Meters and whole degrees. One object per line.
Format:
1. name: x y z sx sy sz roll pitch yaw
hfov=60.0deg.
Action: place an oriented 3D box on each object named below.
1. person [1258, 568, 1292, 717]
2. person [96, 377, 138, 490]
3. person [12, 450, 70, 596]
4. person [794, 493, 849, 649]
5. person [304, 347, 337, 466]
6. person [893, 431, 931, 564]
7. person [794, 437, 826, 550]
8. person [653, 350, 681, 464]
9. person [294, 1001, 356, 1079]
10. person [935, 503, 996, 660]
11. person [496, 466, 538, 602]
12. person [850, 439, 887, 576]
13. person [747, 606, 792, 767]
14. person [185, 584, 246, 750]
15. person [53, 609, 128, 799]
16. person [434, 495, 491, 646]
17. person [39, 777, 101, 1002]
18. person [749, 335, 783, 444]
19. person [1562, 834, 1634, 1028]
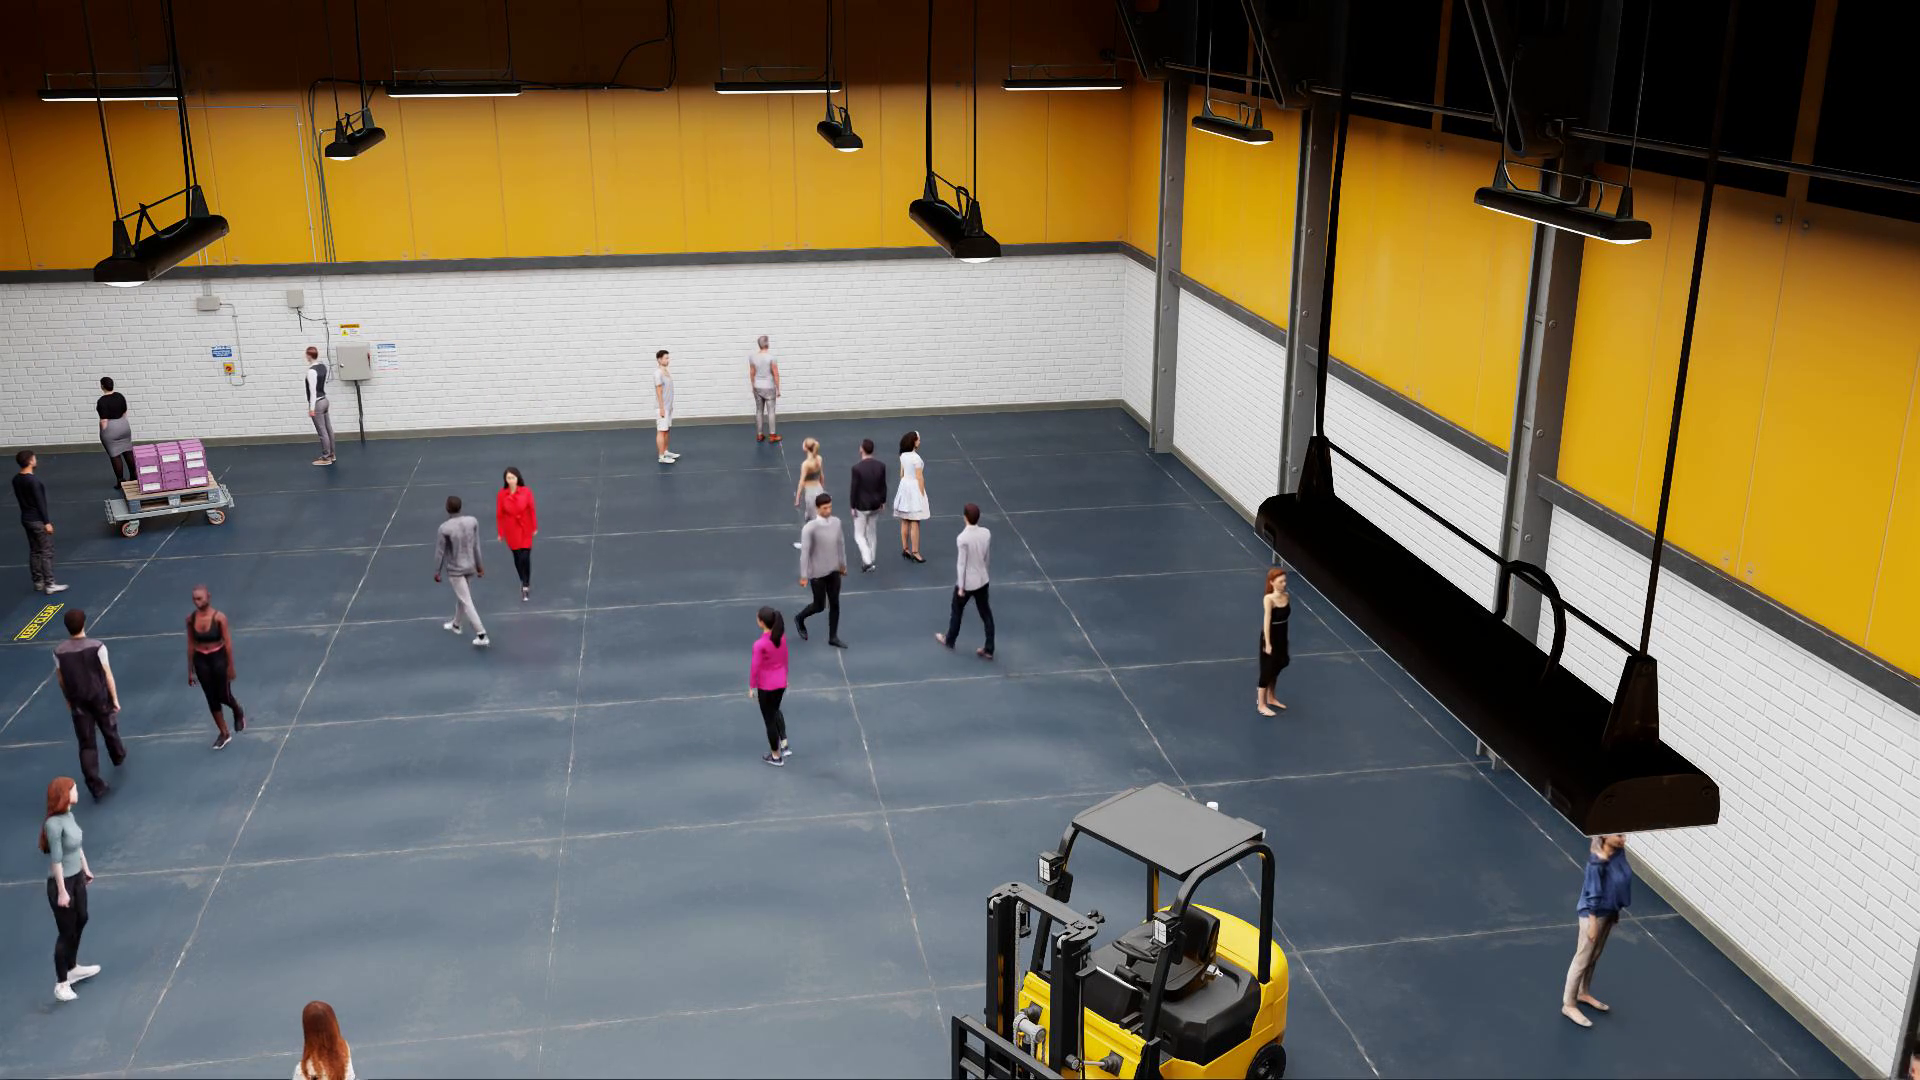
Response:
1. person: 3.359 1.066 17.866 0.723 1.625 0.681 17 25 41
2. person: -13.082 -1.675 25.792 0.831 1.760 0.731 7 20 19
3. person: -11.874 -0.232 21.345 0.721 1.863 0.761 11 21 28
4. person: -1.669 0.345 19.576 1.170 1.899 1.074 17 25 40
5. person: -10.433 -2.208 27.087 0.764 1.944 0.583 1 19 3
6. person: -0.650 -0.583 22.470 0.898 1.810 0.822 -15 23 -37
7. person: -1.918 -0.551 22.569 0.937 1.686 0.896 11 21 29
8. person: -4.857 -2.199 27.210 0.800 1.848 0.611 2 19 5
9. person: -3.802 3.621 10.156 1.008 1.702 1.114 7 20 20
10. person: 0.210 0.513 19.210 1.025 1.815 1.185 -15 24 -38
11. person: -5.633 -0.115 21.225 0.639 1.718 0.924 -3 19 -8
12. person: -1.194 -0.422 21.960 0.810 1.831 0.949 -8 20 -23
13. person: -1.815 1.471 16.553 0.764 1.694 0.713 15 24 37
14. person: -7.645 1.259 17.107 0.661 1.743 0.797 -1 19 -2
15. person: -8.388 1.606 15.986 0.762 1.800 1.217 -5 19 -14
16. person: -5.830 0.396 19.584 1.267 1.797 1.173 15 24 37
17. person: -6.954 2.702 12.884 0.871 1.703 0.463 1 19 4
18. person: -3.334 -2.583 28.384 0.767 1.827 0.751 7 20 20
19. person: 4.805 2.824 12.532 0.747 1.697 0.712 17 25 41
